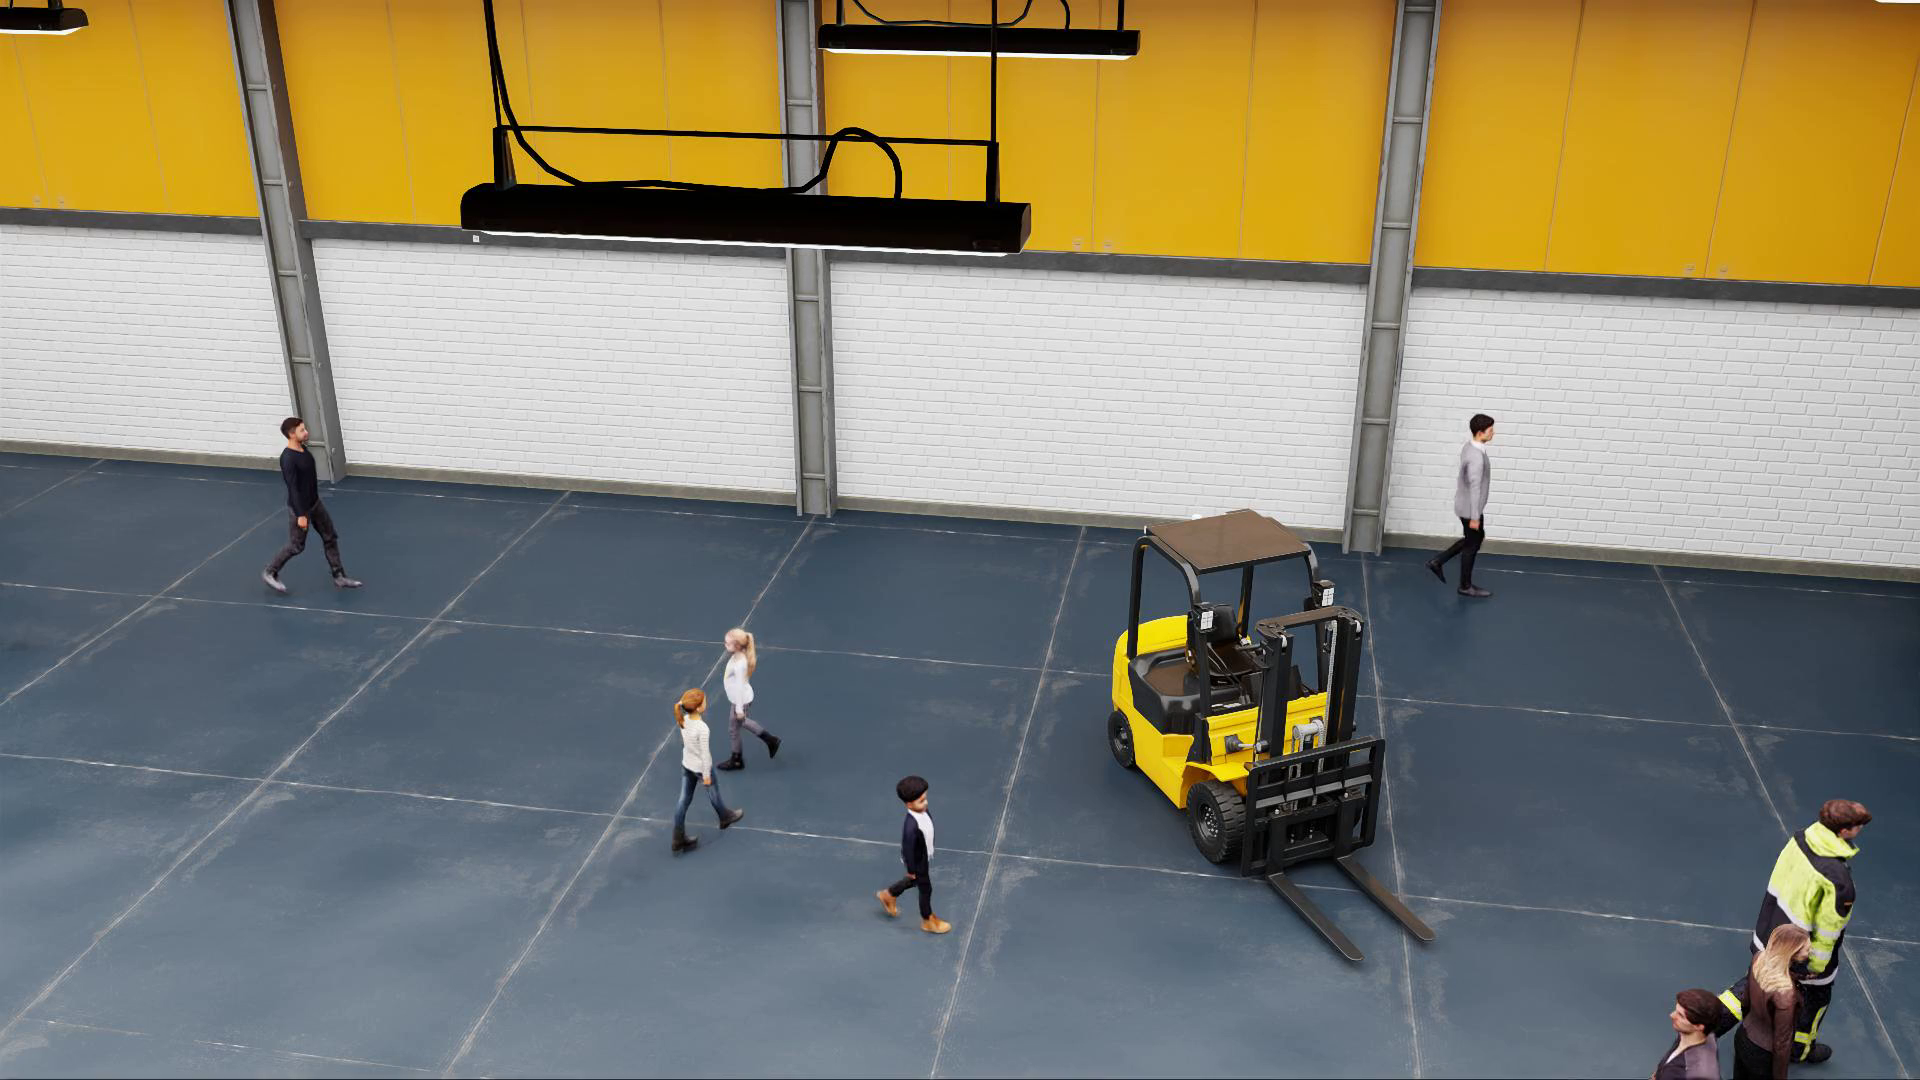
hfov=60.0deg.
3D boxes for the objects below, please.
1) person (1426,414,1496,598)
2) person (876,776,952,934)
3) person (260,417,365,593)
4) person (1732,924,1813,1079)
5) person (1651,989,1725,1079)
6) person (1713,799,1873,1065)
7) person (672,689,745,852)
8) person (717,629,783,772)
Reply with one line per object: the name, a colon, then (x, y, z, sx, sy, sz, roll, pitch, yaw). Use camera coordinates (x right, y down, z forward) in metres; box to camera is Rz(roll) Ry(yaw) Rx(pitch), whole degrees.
person: (4.970, -0.346, 16.438, 0.899, 1.908, 0.765, 5, 24, 12)
person: (-0.338, 2.165, 11.561, 0.780, 1.214, 0.513, 6, 24, 13)
person: (-6.584, -0.307, 16.444, 1.254, 1.832, 0.778, 1, 24, 2)
person: (4.491, 2.867, 9.344, 0.531, 1.704, 0.630, 1, 24, 3)
person: (3.828, 3.127, 8.624, 1.212, 1.804, 0.812, 8, 25, 18)
person: (5.014, 2.401, 10.101, 1.267, 1.951, 1.017, -4, 24, -9)
person: (-2.024, 1.736, 12.455, 0.886, 1.284, 0.857, 21, 31, 40)
person: (-1.722, 1.291, 13.496, 0.783, 1.266, 0.569, 0, 24, -1)
